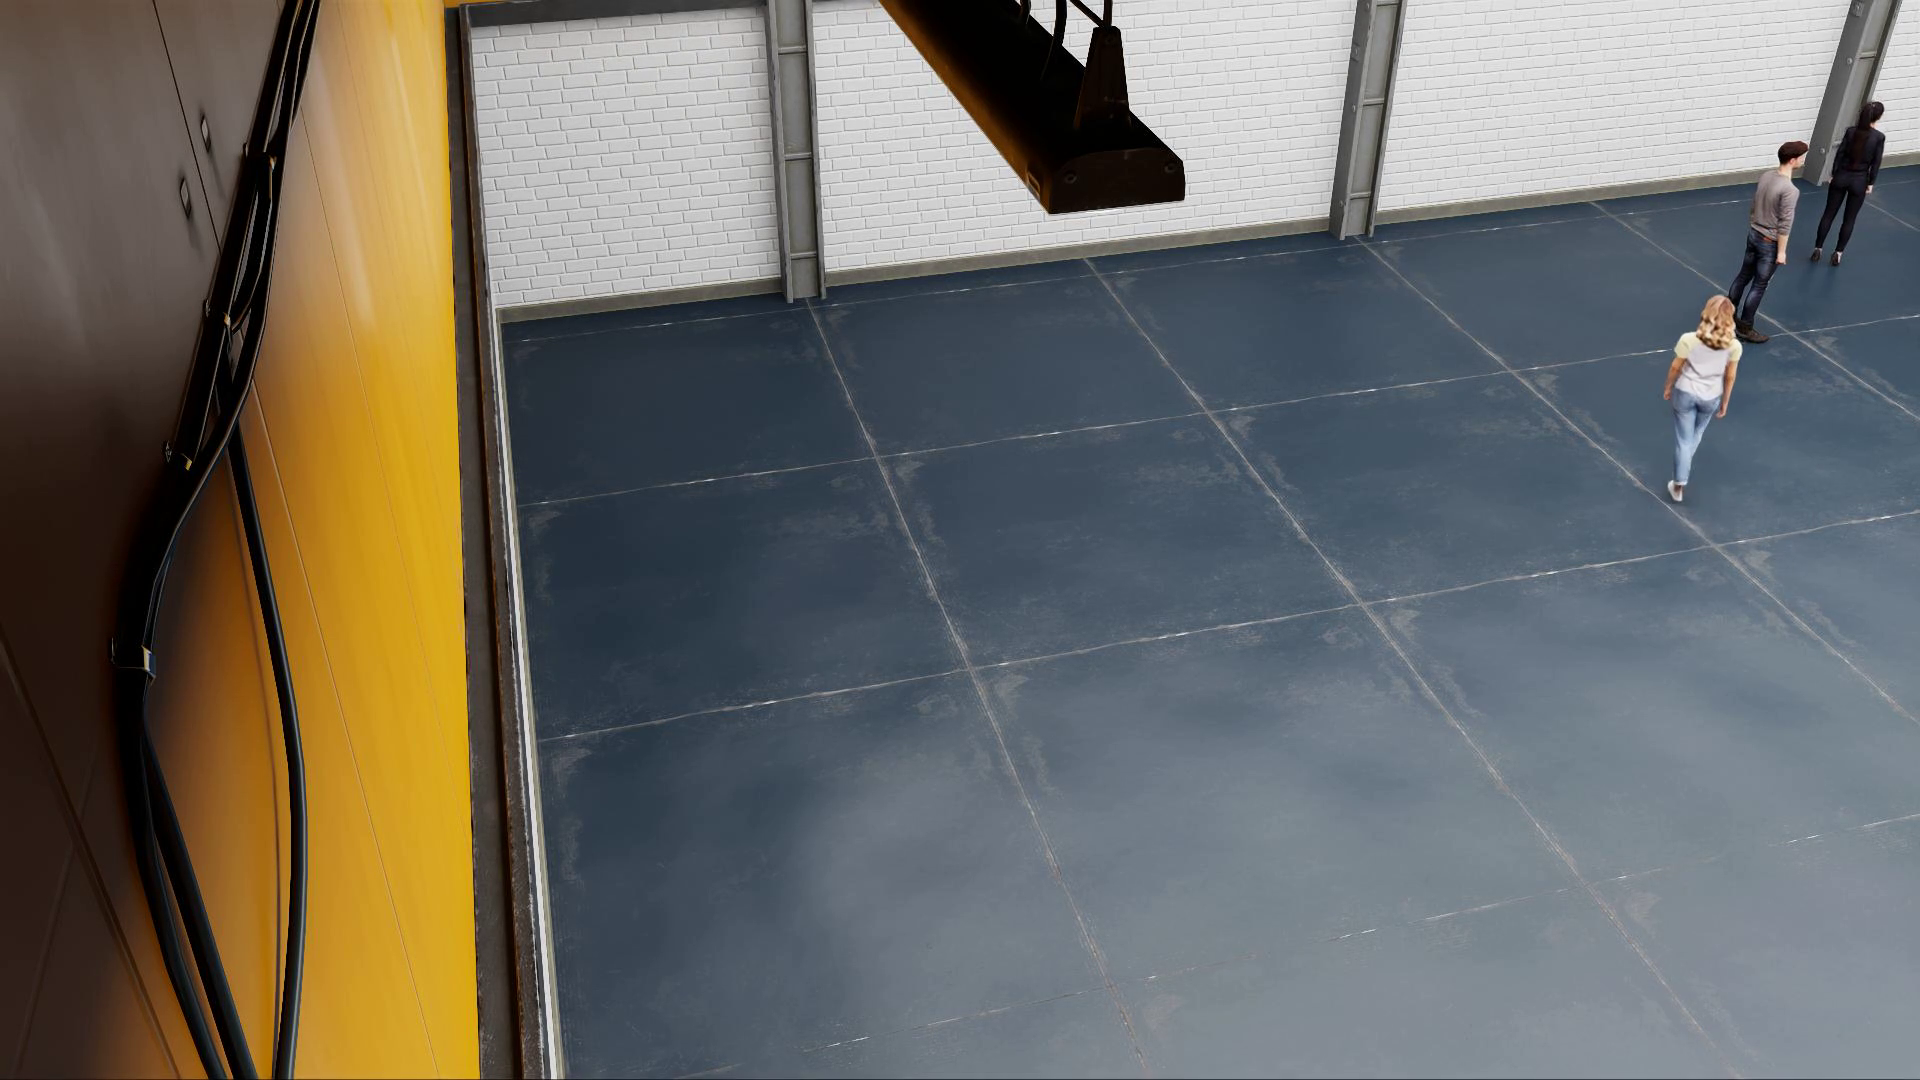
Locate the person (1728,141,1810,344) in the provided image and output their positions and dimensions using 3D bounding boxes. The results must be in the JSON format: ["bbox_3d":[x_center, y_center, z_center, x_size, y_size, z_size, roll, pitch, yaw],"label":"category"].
[{"bbox_3d":[7.488,-2.784,15.467,0.599,1.903,0.716,-5,34,-8],"label":"person"}]

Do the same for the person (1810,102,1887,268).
[{"bbox_3d":[9.027,-3.619,16.899,0.669,1.709,0.685,24,41,32],"label":"person"}]

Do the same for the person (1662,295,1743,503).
[{"bbox_3d":[5.795,-1.068,13.065,0.894,1.704,0.911,8,34,12],"label":"person"}]
